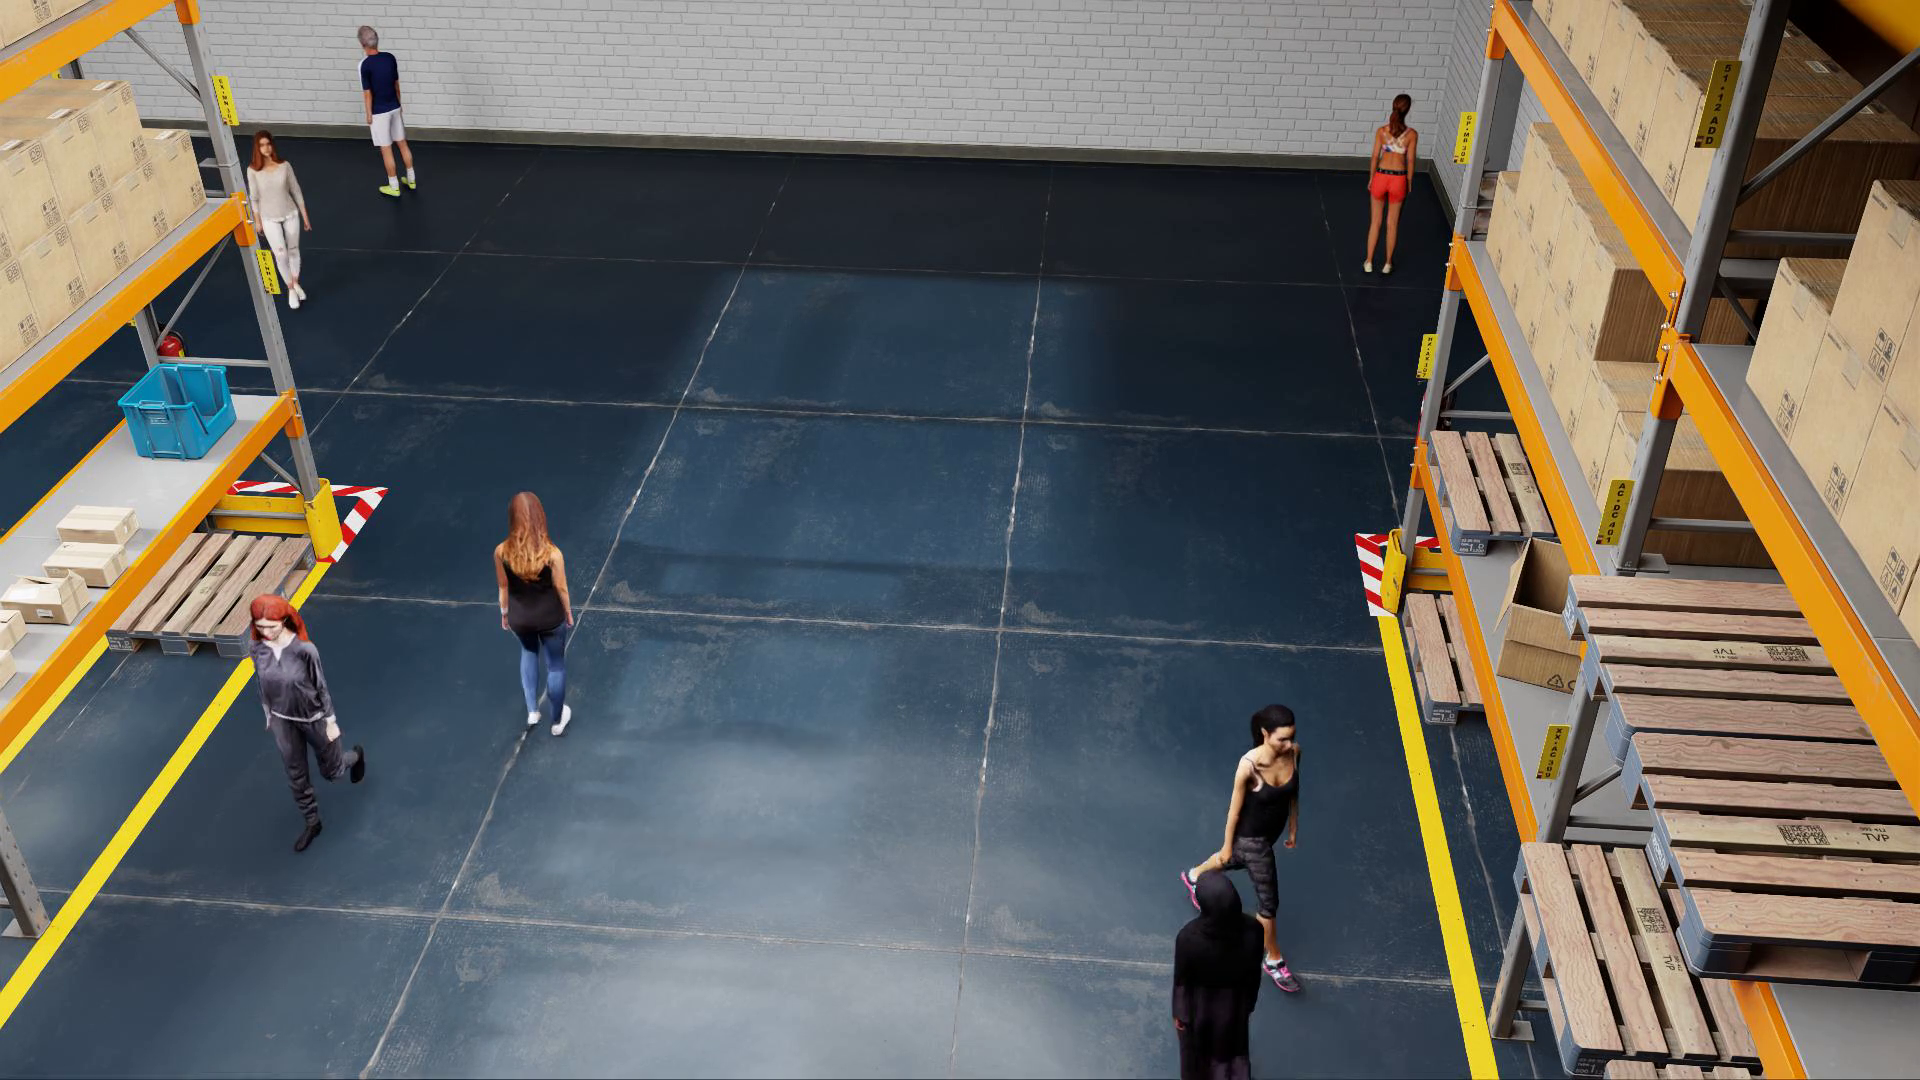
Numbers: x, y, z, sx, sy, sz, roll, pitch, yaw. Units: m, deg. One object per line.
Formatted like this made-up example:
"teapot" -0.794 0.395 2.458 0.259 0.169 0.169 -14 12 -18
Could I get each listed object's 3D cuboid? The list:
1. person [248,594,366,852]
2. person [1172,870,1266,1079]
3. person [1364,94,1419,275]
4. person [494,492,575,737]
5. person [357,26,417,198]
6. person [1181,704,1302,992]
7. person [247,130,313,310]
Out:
"person" -3.754 0.994 9.617 0.652 1.762 0.881 8 34 12
"person" 1.222 2.242 7.890 0.679 1.596 1.004 -3 34 -4
"person" 4.221 -3.490 16.338 0.633 1.789 0.607 11 35 16
"person" -2.656 0.537 10.359 0.596 1.702 0.607 1 34 2
"person" -6.251 -4.671 18.076 0.781 1.833 0.659 20 38 27
"person" 1.529 1.516 8.913 1.082 1.673 1.200 -21 39 -28
"person" -6.492 -3.094 15.830 0.823 1.694 0.889 -19 38 -26
